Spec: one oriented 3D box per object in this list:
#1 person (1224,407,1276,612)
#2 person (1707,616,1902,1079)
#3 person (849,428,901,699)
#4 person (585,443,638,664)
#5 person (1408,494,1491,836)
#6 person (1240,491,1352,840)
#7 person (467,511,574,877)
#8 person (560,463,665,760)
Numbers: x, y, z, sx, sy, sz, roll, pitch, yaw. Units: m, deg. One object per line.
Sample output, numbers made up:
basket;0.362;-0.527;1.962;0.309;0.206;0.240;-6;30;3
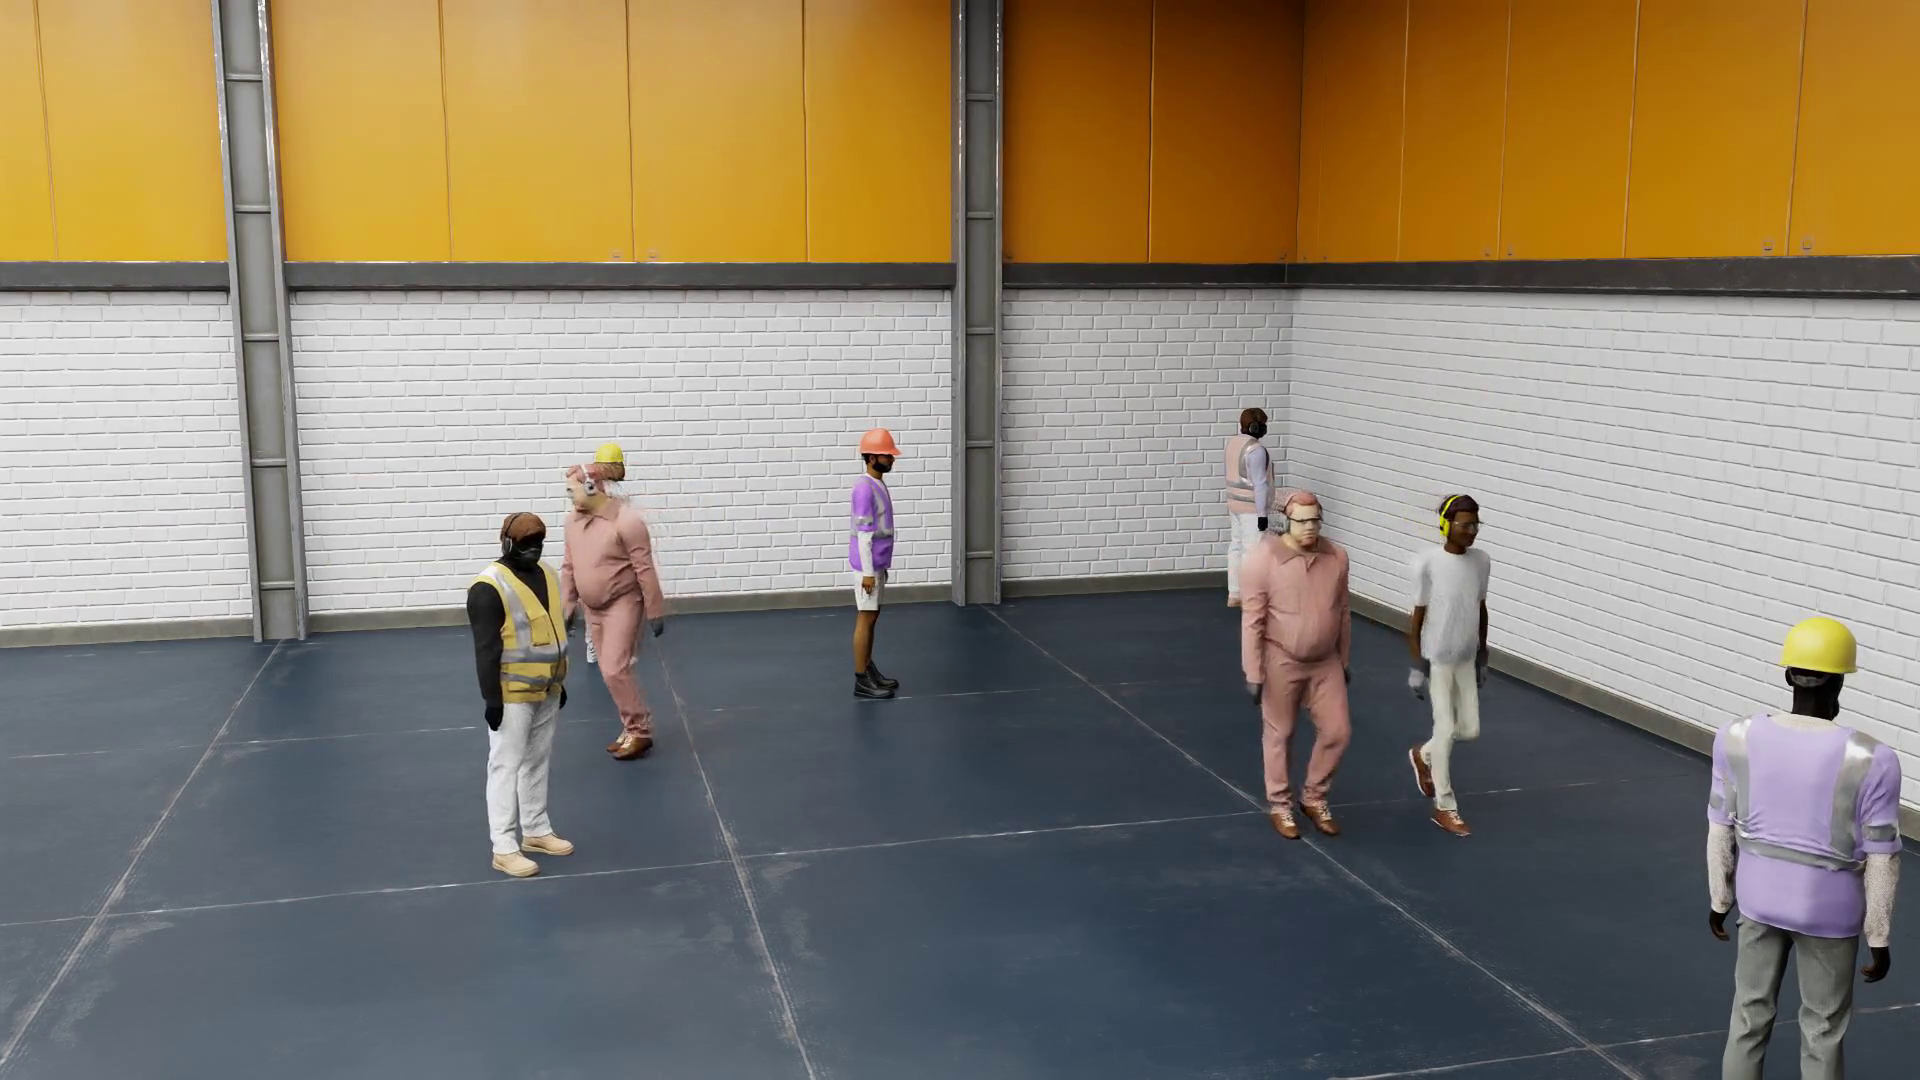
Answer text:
person;2.615;-0.272;14.960;0.429;1.842;0.635;-3;9;-16
person;2.766;1.203;5.483;0.585;1.927;0.373;9;13;44
person;-0.604;0.159;11.965;0.377;1.938;0.547;1;9;7
person;-2.718;0.111;12.909;0.480;1.733;0.333;6;11;31
person;2.672;0.651;9.169;0.530;1.853;0.642;-3;10;-19
person;1.824;0.678;8.873;0.681;1.889;0.502;-2;9;-14
person;-2.212;0.765;8.494;0.430;1.840;0.626;4;10;22
person;-2.182;0.439;10.448;0.664;1.867;0.555;7;12;39
